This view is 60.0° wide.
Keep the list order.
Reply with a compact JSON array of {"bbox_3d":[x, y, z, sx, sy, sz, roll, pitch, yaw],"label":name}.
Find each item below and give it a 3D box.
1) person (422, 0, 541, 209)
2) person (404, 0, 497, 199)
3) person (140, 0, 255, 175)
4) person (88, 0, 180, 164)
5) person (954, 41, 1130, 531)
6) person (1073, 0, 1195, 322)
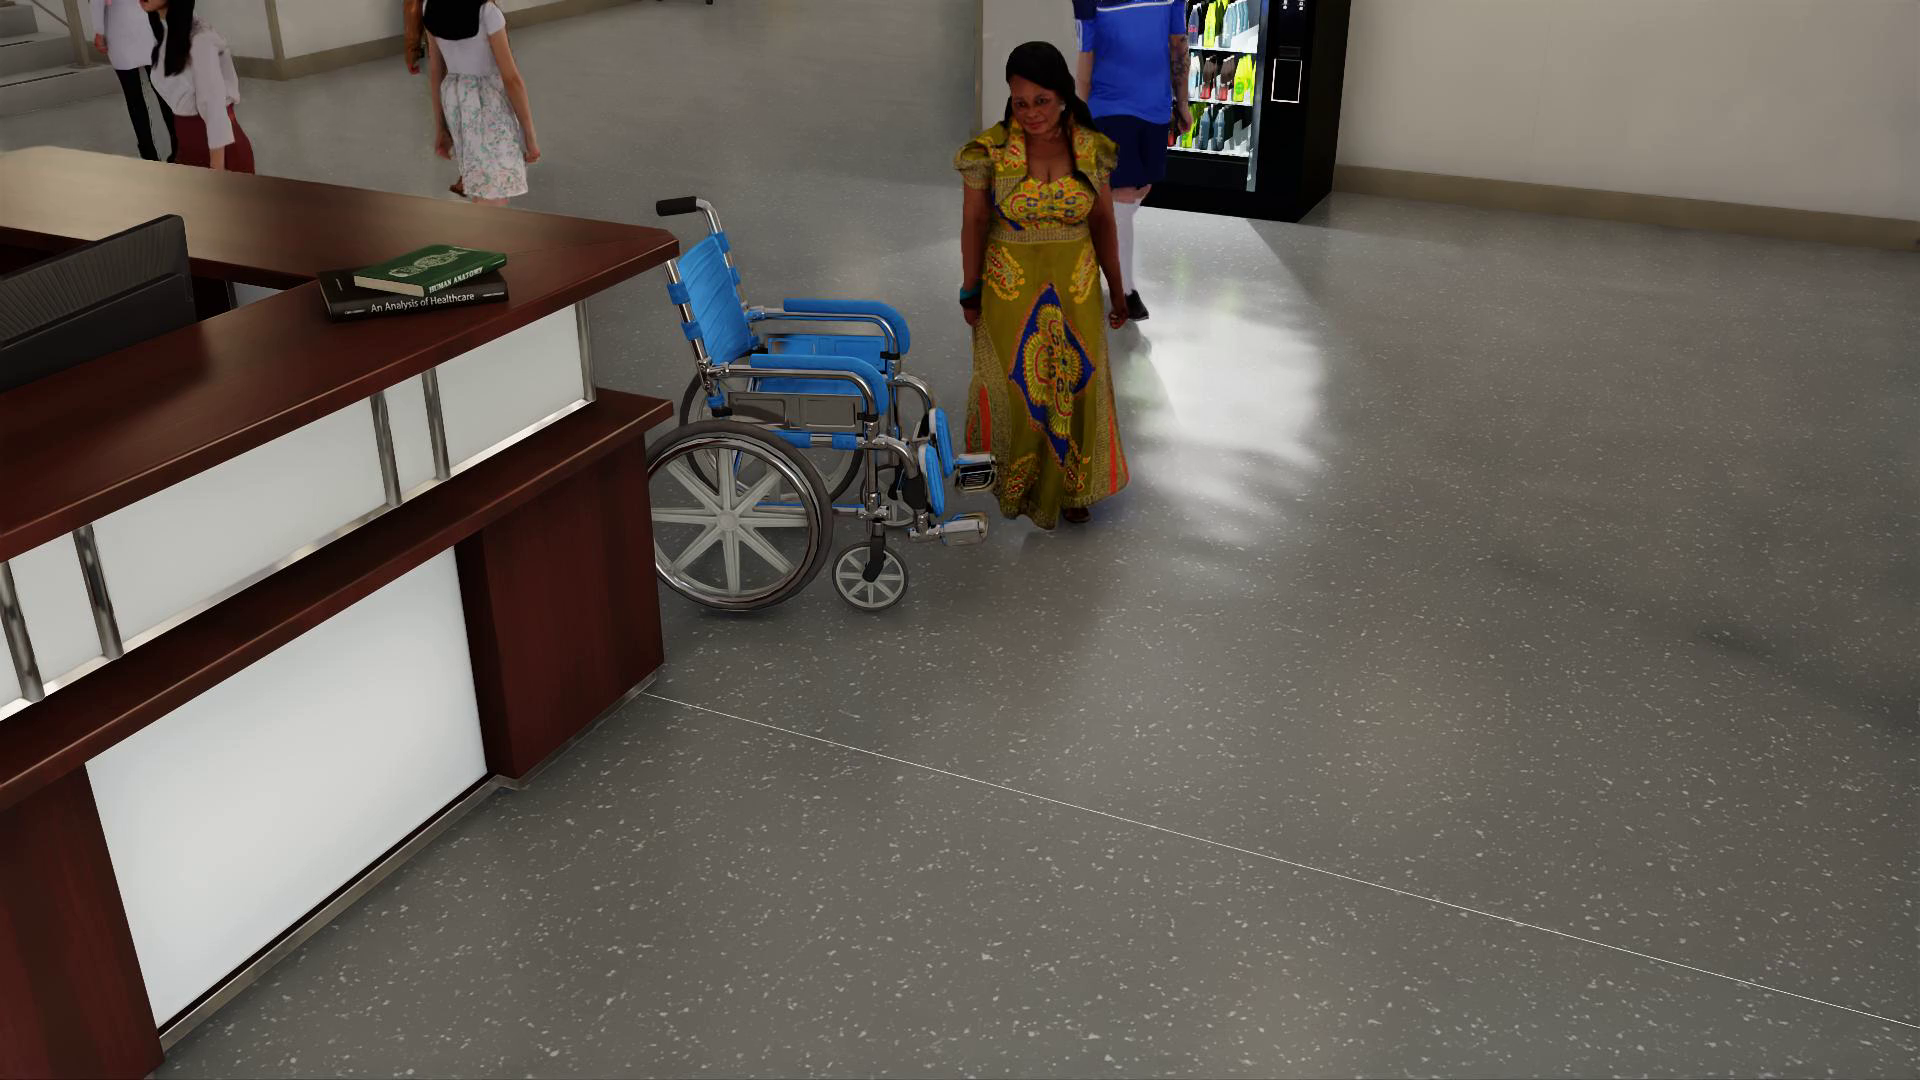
[{"bbox_3d":[-2.131,-1.702,7.183,0.638,1.761,0.702,13,29,25],"label":"person"},{"bbox_3d":[-2.854,-2.864,9.615,1.041,1.699,0.921,4,26,8],"label":"person"},{"bbox_3d":[-3.003,-1.542,6.881,0.570,1.735,0.714,16,30,29],"label":"person"},{"bbox_3d":[-5.035,-3.142,10.120,0.664,1.804,0.686,19,32,34],"label":"person"},{"bbox_3d":[0.230,-0.827,5.506,1.016,1.643,1.074,-13,28,-24],"label":"person"},{"bbox_3d":[0.768,-1.994,7.740,1.184,1.804,1.231,-8,27,-16],"label":"person"}]
